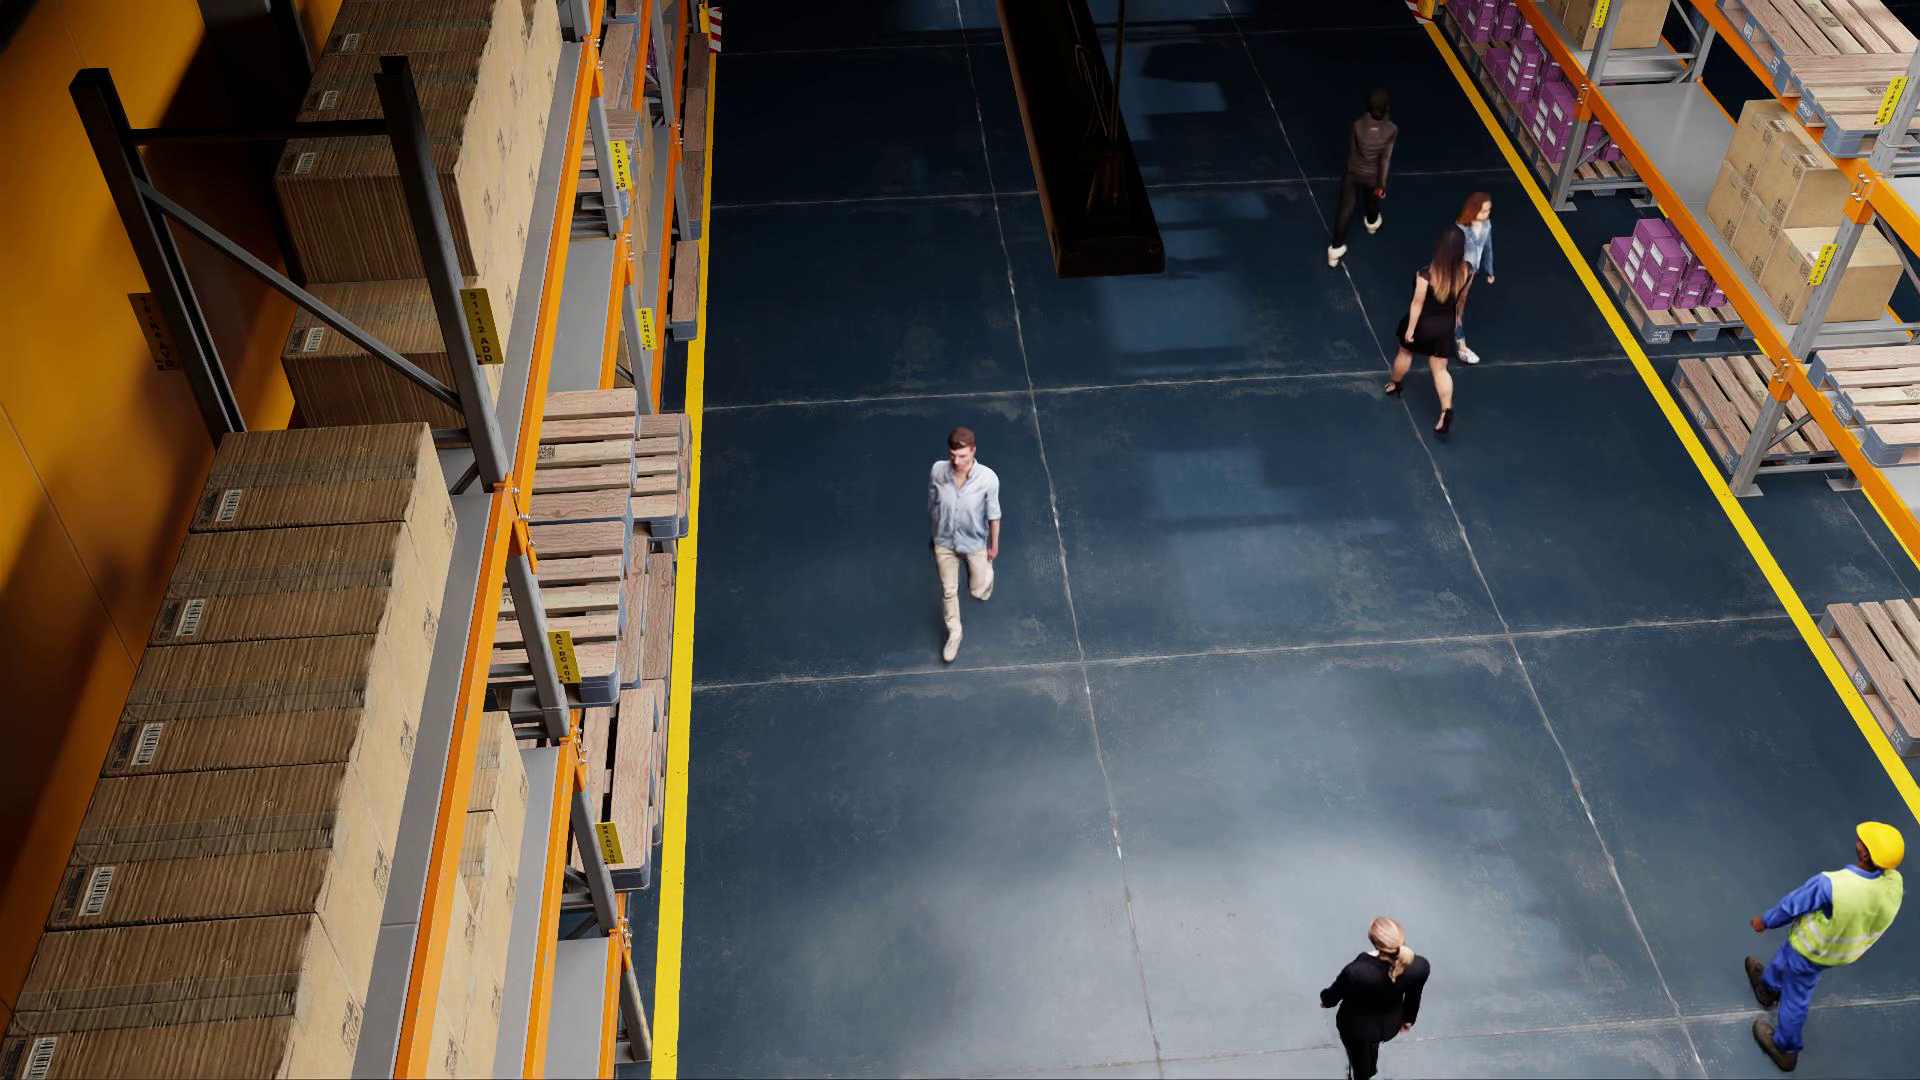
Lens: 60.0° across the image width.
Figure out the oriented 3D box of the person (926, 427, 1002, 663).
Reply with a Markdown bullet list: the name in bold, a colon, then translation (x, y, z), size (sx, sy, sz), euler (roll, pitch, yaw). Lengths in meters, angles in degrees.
- **person**: translation (0.036, -0.048, 11.035), size (0.863, 1.831, 1.059), euler (11, 45, 12)

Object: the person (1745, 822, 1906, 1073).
- **person**: translation (4.573, 2.178, 8.728), size (0.742, 1.790, 0.950), euler (-10, 45, -11)

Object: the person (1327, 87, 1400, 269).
- **person**: translation (3.535, -3.256, 14.542), size (0.901, 1.638, 1.180), euler (7, 44, 7)

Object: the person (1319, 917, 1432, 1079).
- **person**: translation (2.107, 2.528, 8.437), size (0.654, 1.685, 0.668), euler (-8, 44, -8)

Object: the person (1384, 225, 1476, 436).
- **person**: translation (3.665, -1.562, 12.739), size (0.796, 1.674, 1.109), euler (-12, 45, -12)
